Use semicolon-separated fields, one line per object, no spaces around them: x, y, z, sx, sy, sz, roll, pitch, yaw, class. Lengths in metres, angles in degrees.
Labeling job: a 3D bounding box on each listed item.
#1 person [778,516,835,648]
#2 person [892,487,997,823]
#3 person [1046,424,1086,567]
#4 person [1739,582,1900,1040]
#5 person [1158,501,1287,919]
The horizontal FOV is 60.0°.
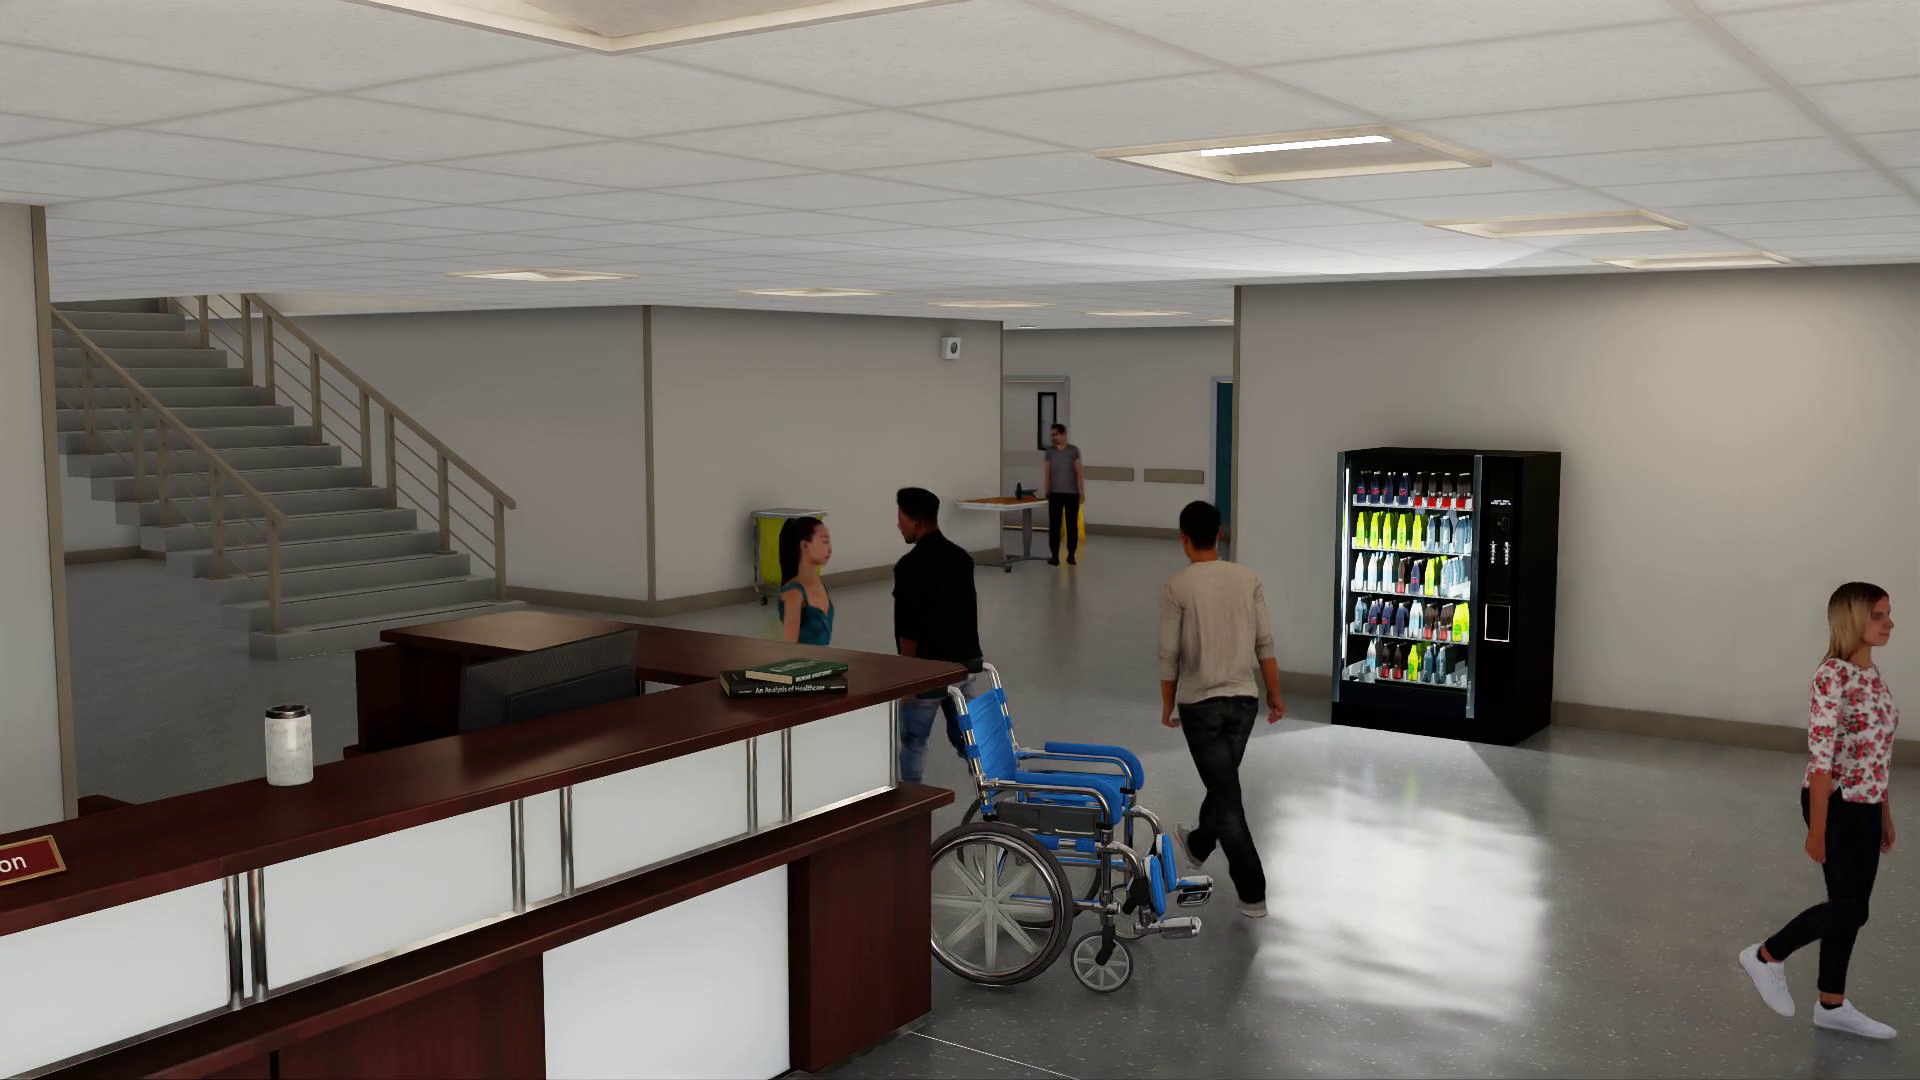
-0.788;0.735;7.799;0.809;1.671;0.691;2;6;20;person
-0.027;0.643;8.282;0.831;1.757;1.200;-5;8;-43;person
1.282;-0.545;20.254;1.014;1.723;0.982;0;6;4;person
3.054;0.951;5.911;0.758;1.618;0.640;5;8;43;person
1.160;0.755;7.177;1.120;1.755;1.262;-2;6;-15;person
